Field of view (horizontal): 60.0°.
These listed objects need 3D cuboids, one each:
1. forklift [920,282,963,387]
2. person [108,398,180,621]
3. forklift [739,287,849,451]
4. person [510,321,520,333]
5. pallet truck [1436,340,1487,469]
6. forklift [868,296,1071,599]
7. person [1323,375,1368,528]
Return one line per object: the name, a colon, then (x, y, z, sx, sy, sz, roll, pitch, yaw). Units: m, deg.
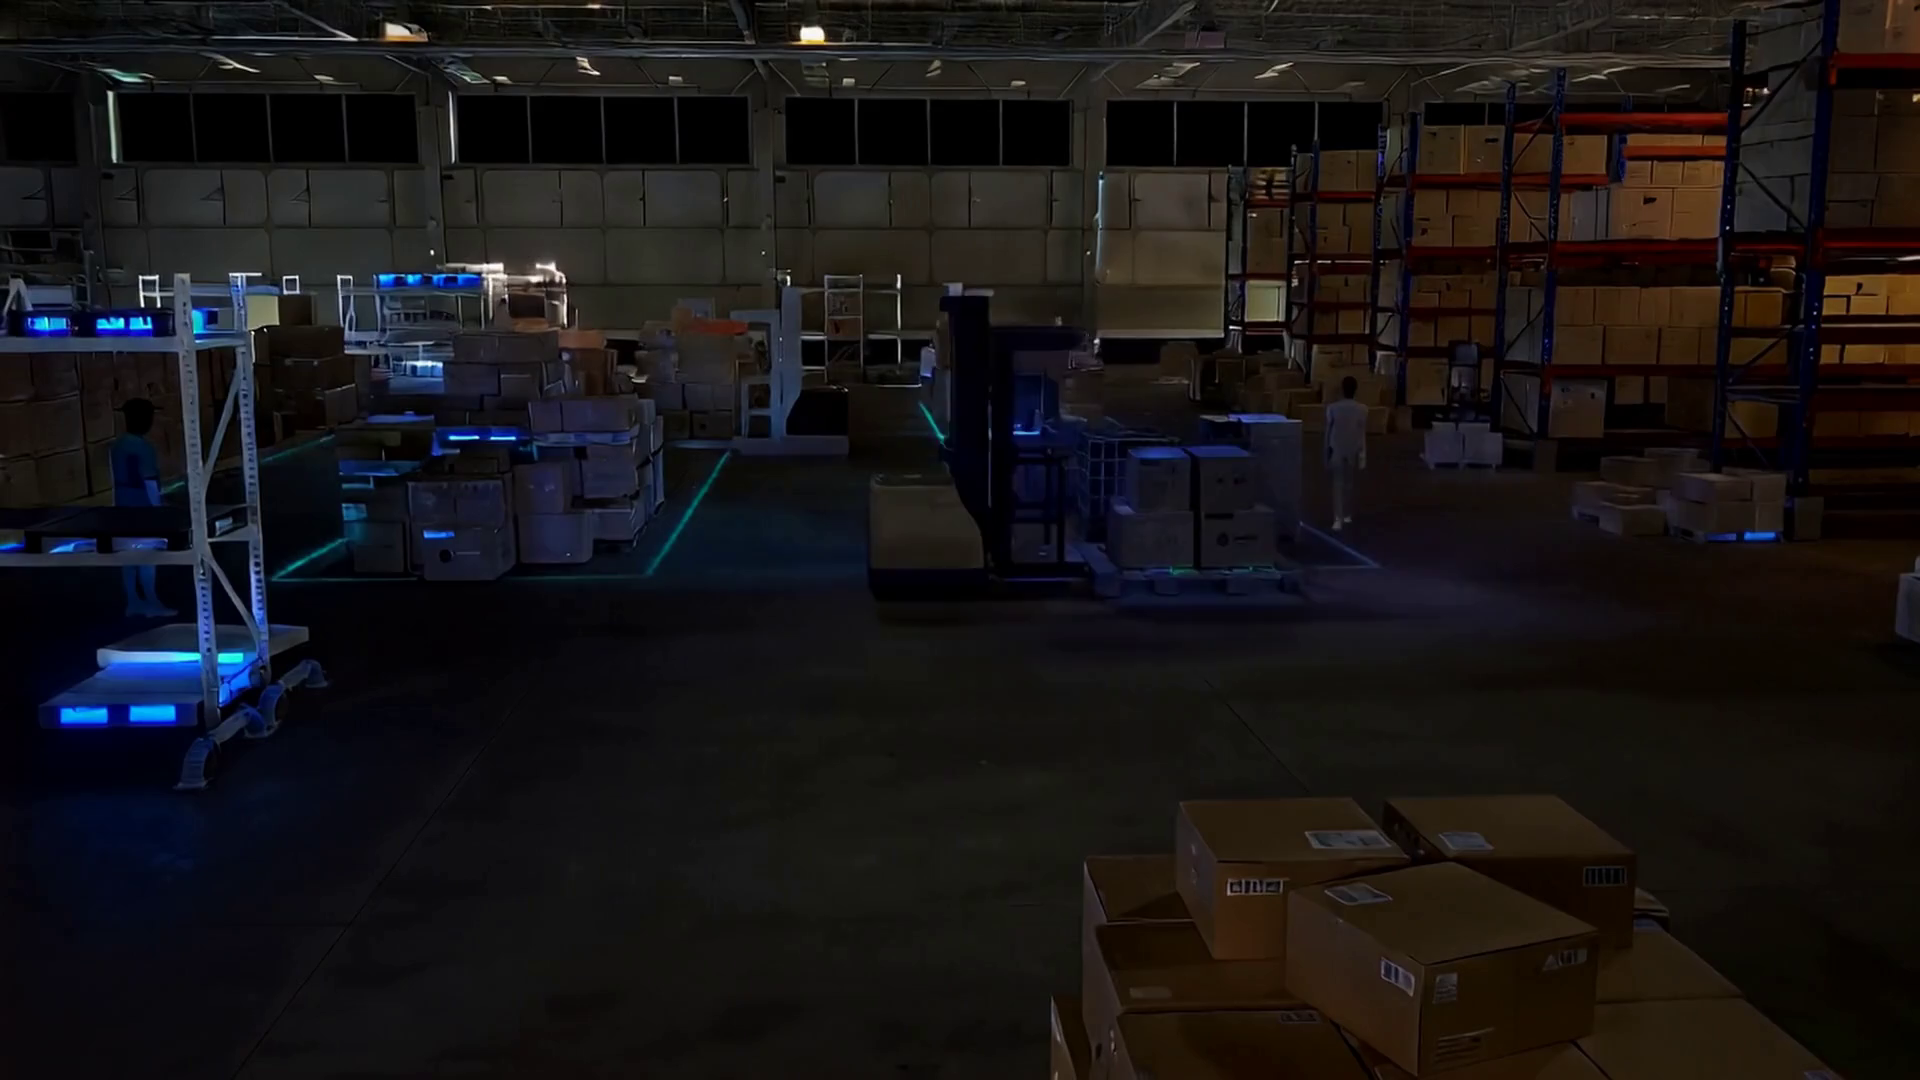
forklift: (-0.121, -5.568, 44.991, 1.873, 2.768, 1.129, -1, 9, -4)
person: (-7.201, -0.272, 14.619, 0.607, 1.958, 0.397, 6, 11, 35)
forklift: (-2.857, -2.959, 28.607, 1.873, 2.768, 1.129, -1, 9, -4)
person: (-11.152, -4.545, 41.690, 0.648, 1.888, 1.011, 0, 9, -2)
pallet truck: (8.004, -2.170, 26.422, 0.823, 1.965, 1.885, 2, 9, 14)
forklift: (0.063, -0.908, 15.731, 1.873, 2.768, 1.129, -1, 9, -4)
person: (4.639, -1.066, 20.036, 0.527, 1.830, 0.854, 2, 9, 15)
